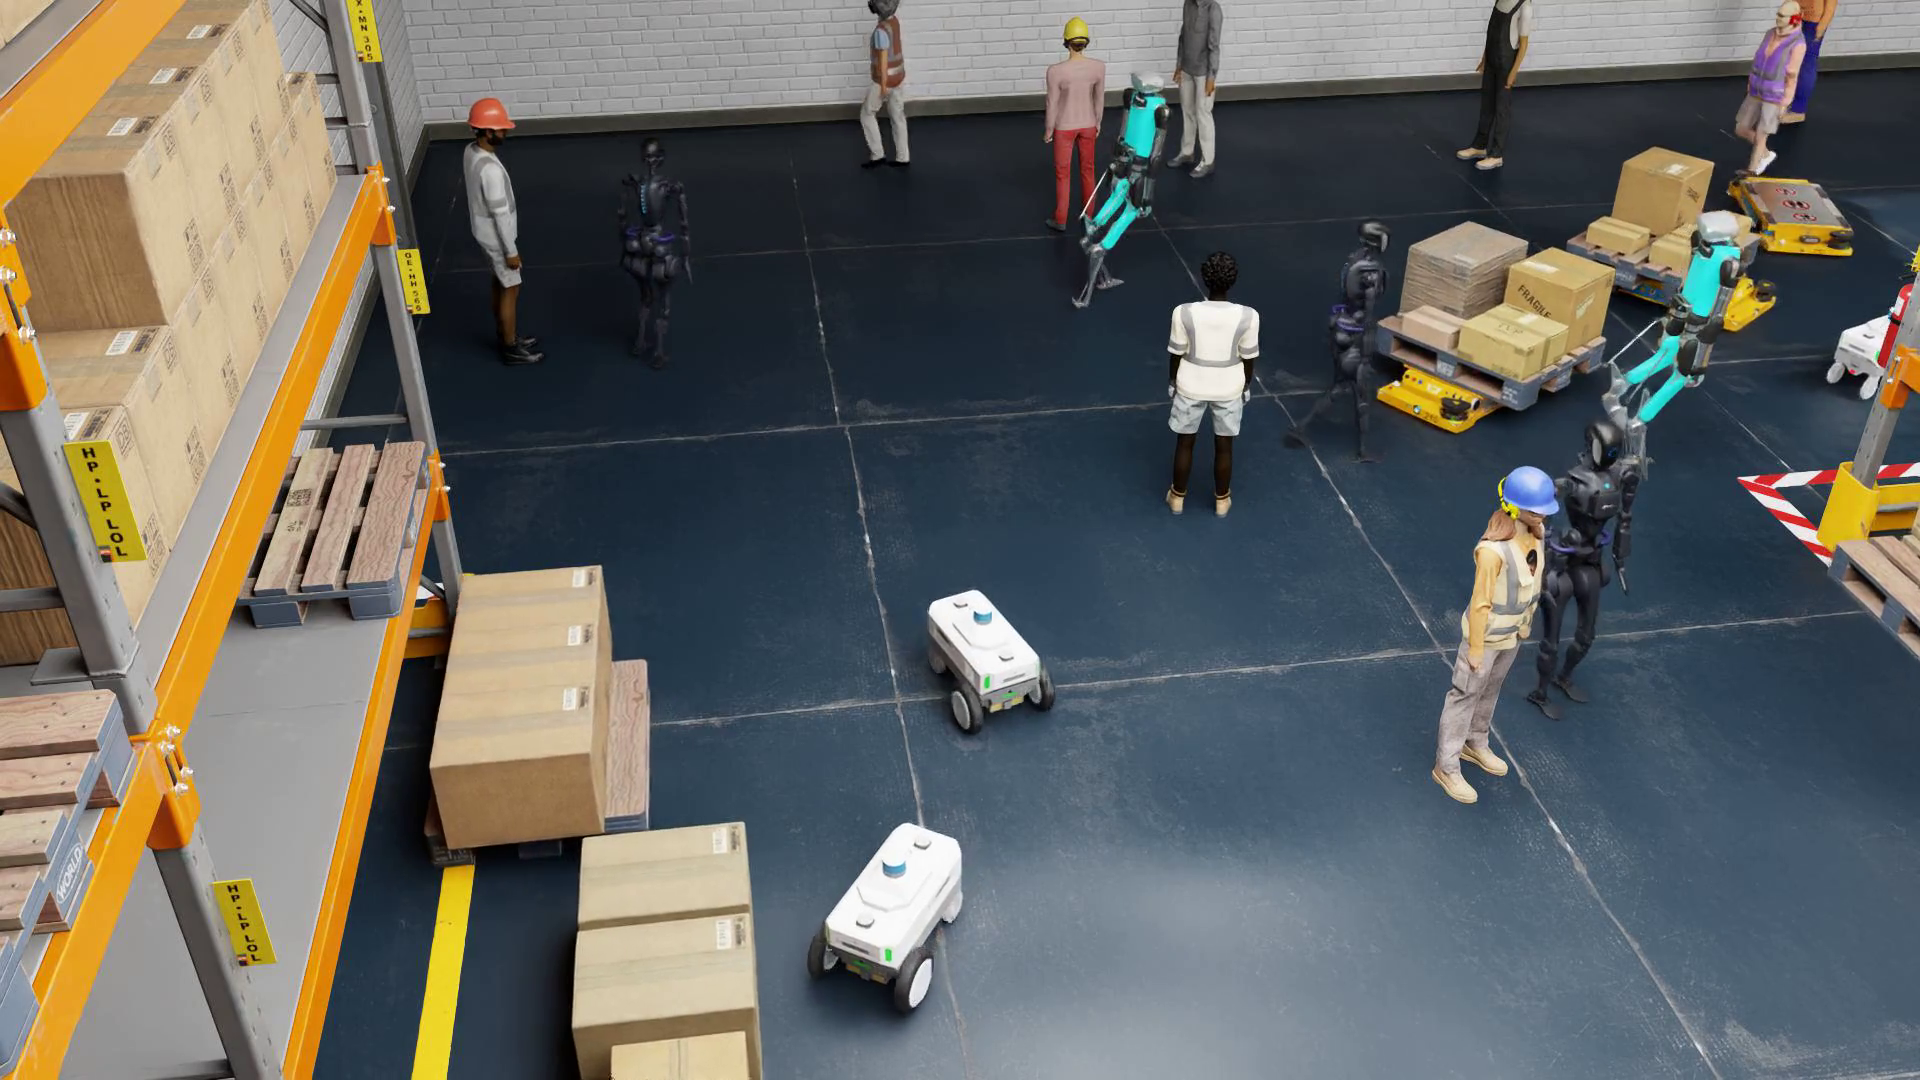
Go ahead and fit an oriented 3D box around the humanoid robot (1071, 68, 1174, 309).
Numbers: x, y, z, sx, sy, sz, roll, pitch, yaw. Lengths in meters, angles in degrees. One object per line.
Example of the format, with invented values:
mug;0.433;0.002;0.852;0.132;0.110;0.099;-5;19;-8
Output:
humanoid robot;1.101;-2.562;12.505;0.869;1.856;0.550;-17;37;-24

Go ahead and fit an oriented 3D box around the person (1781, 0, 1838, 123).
person;8.176;-5.032;16.013;0.401;1.973;0.515;-8;34;-11

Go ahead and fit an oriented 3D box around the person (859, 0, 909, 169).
person;-0.704;-4.157;14.942;0.561;1.671;0.448;11;35;16

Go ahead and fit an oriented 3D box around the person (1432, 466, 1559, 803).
person;2.525;0.432;7.810;0.462;1.778;0.306;-27;42;-35

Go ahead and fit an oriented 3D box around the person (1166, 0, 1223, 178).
person;2.135;-4.195;14.803;0.392;1.889;0.535;-19;38;-27

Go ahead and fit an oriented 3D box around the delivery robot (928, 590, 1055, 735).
delivery robot;0.127;0.608;8.665;0.499;0.602;0.795;-15;36;-22

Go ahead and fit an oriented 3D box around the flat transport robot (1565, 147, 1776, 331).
flat transport robot;5.509;-2.015;12.940;0.659;0.231;1.431;-28;42;-36

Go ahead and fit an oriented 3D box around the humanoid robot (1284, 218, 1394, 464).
humanoid robot;2.425;-1.259;10.541;0.664;1.656;0.611;1;33;1

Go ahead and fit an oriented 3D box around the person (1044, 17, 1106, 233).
person;0.933;-3.408;13.705;0.521;1.768;0.308;-11;35;-17

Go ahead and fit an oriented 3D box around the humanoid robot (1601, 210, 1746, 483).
humanoid robot;4.320;-1.141;10.323;0.683;1.863;0.553;-2;33;-2

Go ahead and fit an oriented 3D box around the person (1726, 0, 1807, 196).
person;7.047;-3.836;14.442;0.533;1.680;0.503;-11;35;-17

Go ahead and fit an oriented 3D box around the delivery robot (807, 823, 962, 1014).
delivery robot;-0.285;1.599;7.153;0.499;0.609;0.811;15;36;22

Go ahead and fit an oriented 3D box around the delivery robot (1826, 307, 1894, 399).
delivery robot;6.489;-1.350;11.641;0.759;0.575;0.499;-17;37;-24

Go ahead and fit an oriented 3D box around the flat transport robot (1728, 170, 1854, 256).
flat transport robot;7.031;-2.775;14.105;0.659;0.231;1.431;5;33;7

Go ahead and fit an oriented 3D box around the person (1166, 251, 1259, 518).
person;1.495;-0.909;9.946;0.534;1.692;0.320;4;33;6

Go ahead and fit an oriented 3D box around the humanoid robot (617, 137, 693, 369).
humanoid robot;-2.164;-2.004;11.642;0.596;1.637;0.378;10;35;15

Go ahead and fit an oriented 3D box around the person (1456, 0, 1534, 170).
person;4.853;-4.269;14.952;0.345;1.846;0.504;-11;35;-16

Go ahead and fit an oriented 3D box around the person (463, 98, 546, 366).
person;-3.195;-2.133;11.614;0.387;1.924;0.547;-17;37;-24

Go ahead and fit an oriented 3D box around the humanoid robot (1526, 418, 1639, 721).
humanoid robot;3.109;0.150;8.328;0.589;1.652;0.385;-12;35;-17

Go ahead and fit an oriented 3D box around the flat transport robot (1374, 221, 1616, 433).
flat transport robot;3.625;-1.160;11.629;1.431;0.231;0.659;-25;41;-33
